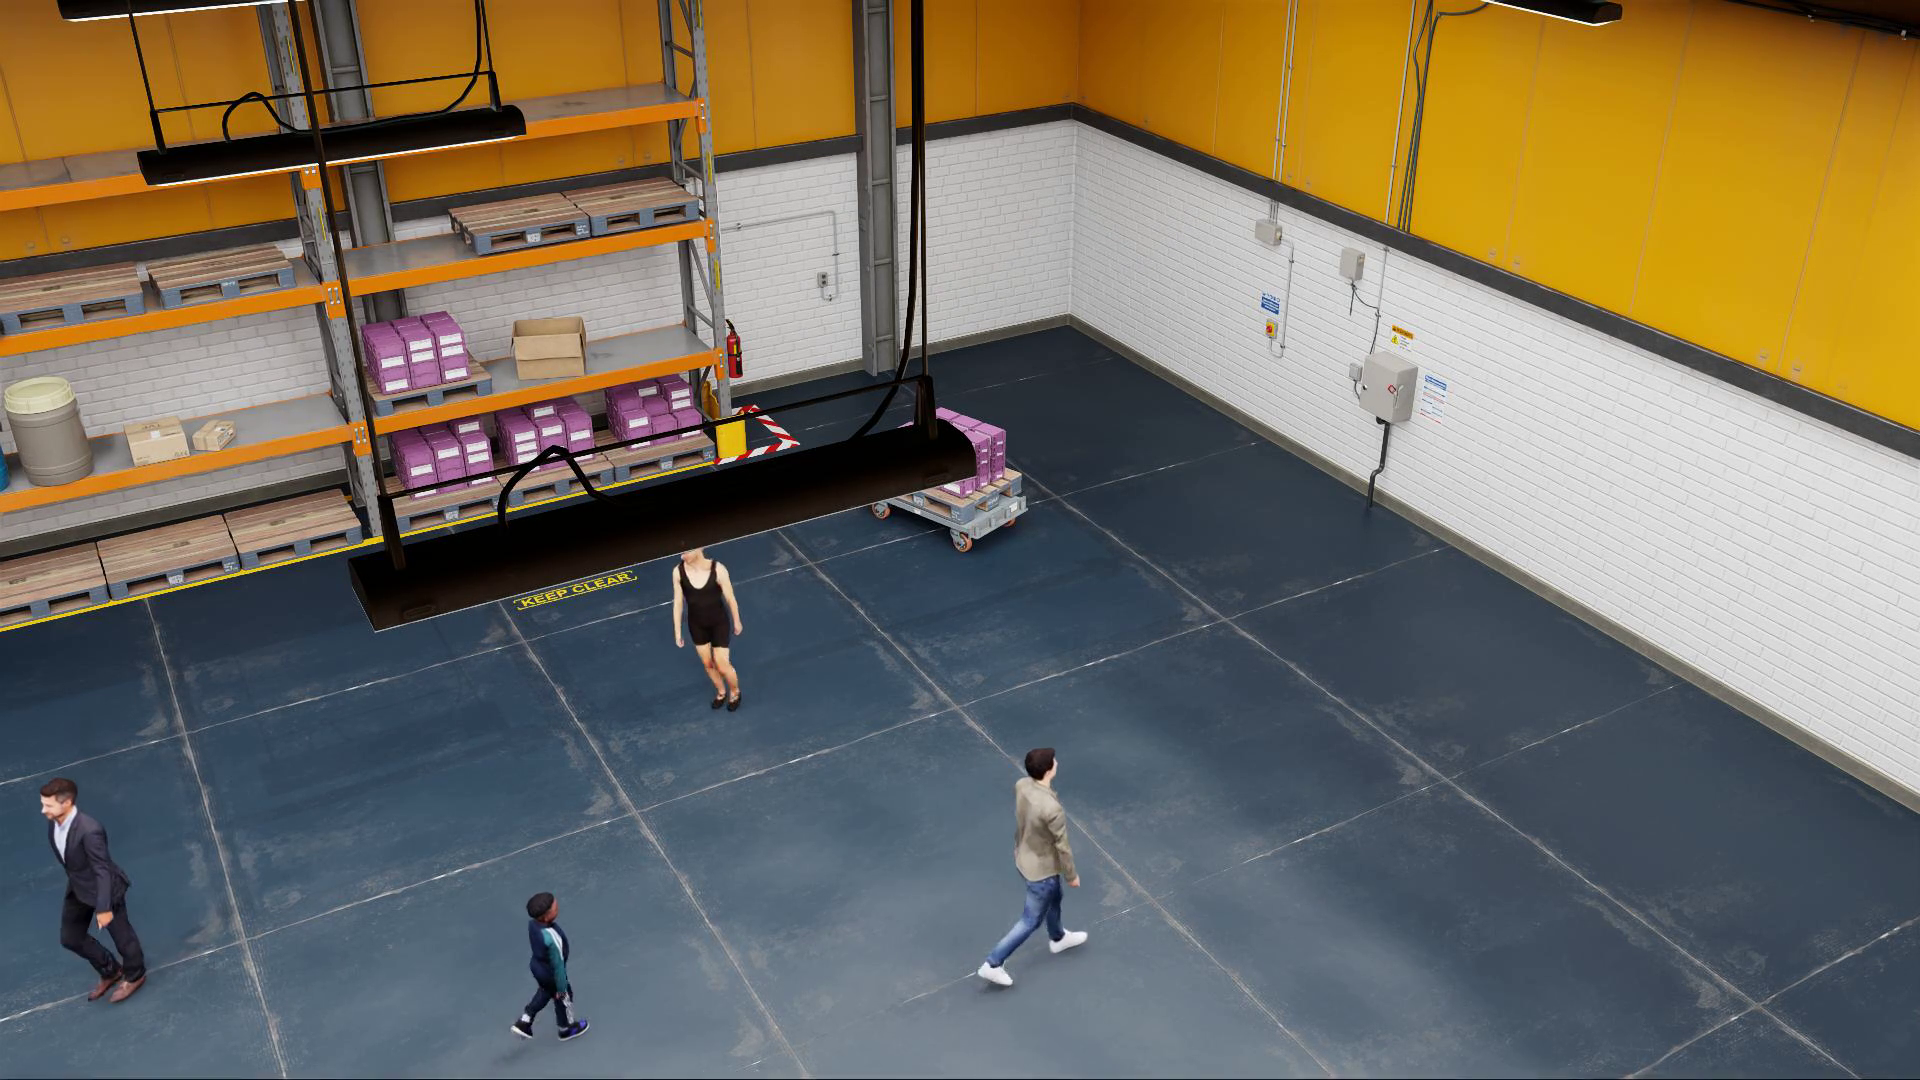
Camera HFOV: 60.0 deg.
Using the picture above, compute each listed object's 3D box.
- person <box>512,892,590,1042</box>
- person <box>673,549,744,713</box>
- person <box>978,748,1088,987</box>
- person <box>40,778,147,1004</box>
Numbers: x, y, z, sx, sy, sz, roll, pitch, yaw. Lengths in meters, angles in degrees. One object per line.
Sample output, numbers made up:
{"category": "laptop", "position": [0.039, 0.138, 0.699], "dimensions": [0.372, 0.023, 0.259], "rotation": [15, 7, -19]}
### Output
{"category": "person", "position": [-2.762, 2.844, 10.980], "dimensions": [0.747, 1.243, 0.574], "rotation": [-22, 35, -34]}
{"category": "person", "position": [-2.123, 0.696, 14.362], "dimensions": [0.798, 1.775, 0.870], "rotation": [-1, 29, -1]}
{"category": "person", "position": [0.472, 2.260, 11.411], "dimensions": [1.180, 1.855, 0.780], "rotation": [-11, 31, -20]}
{"category": "person", "position": [-5.808, 2.327, 11.291], "dimensions": [0.801, 1.853, 0.841], "rotation": [13, 31, 23]}
